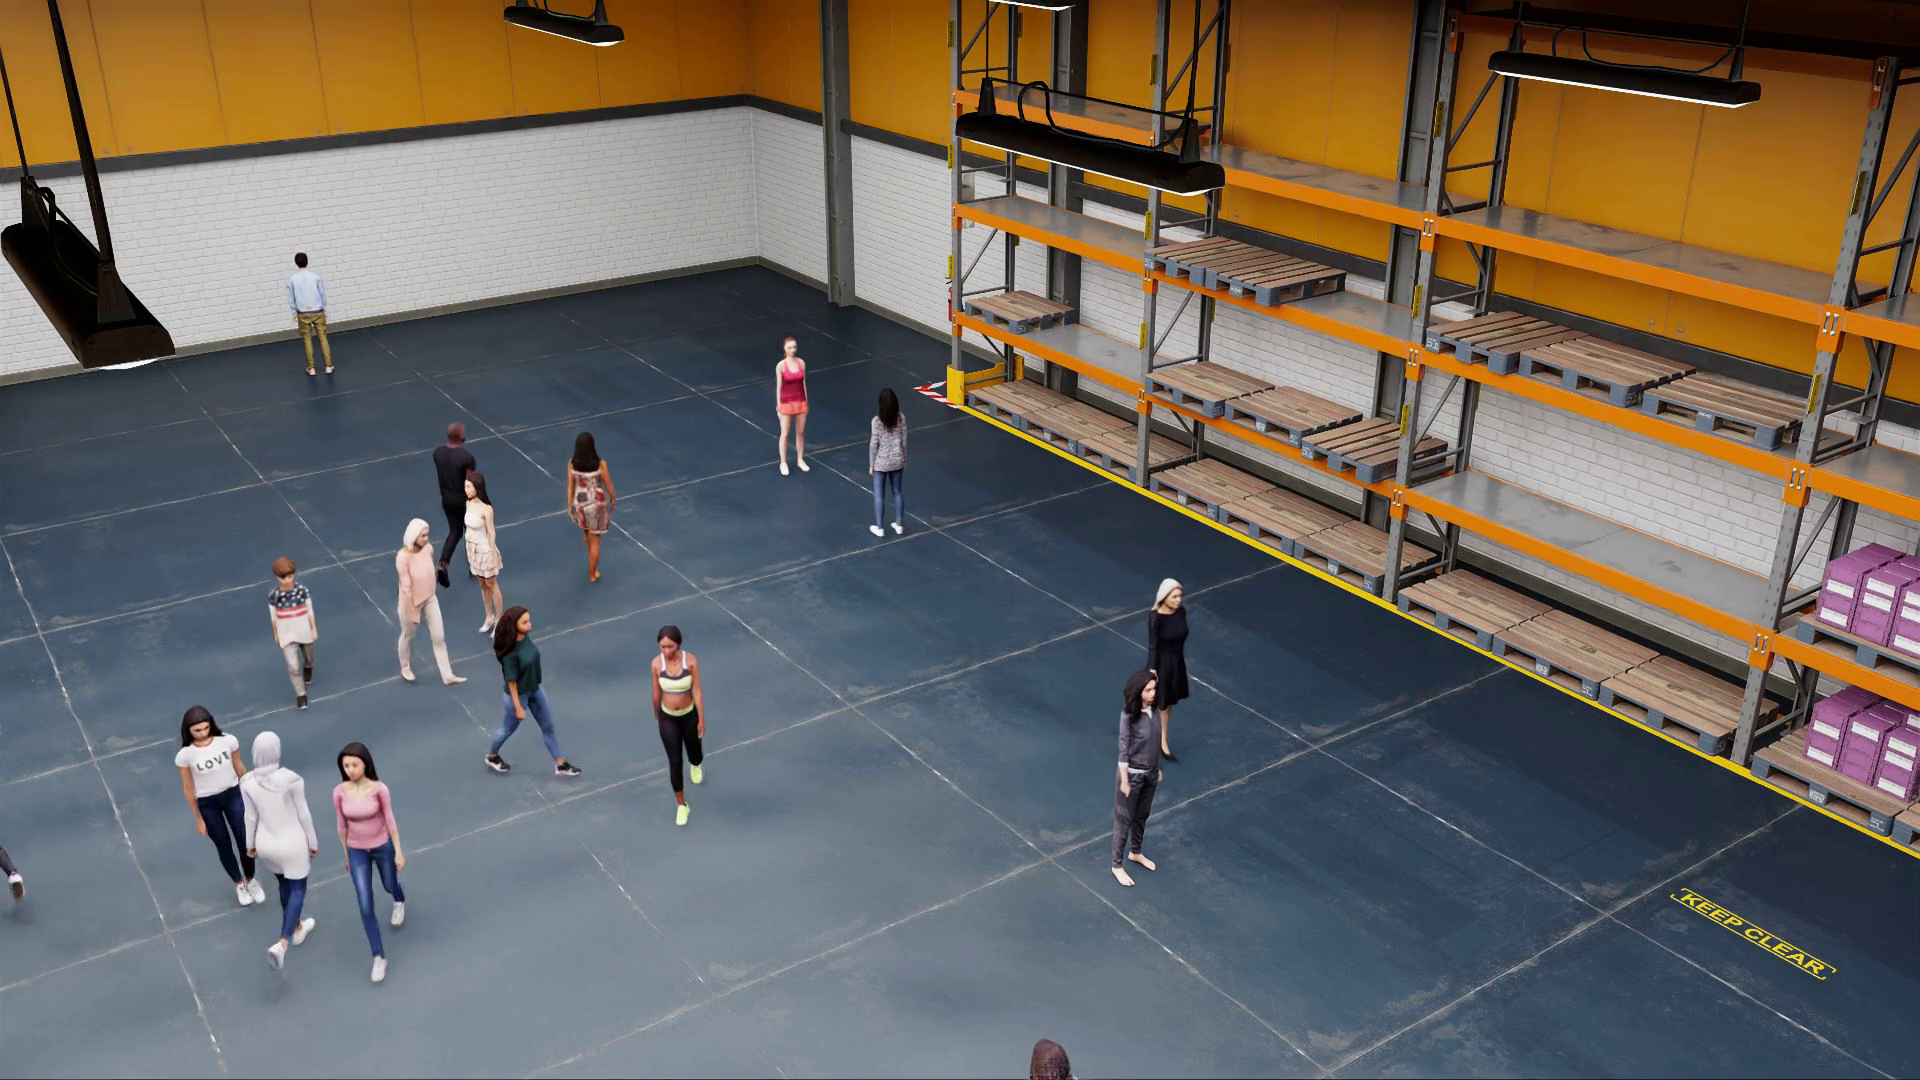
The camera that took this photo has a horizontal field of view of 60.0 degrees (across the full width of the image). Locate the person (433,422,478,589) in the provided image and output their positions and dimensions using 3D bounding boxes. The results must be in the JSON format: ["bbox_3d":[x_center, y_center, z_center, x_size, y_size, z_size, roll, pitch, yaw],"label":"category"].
[{"bbox_3d":[-5.338,-0.339,17.561,1.083,1.797,1.086,8,25,17],"label":"person"}]

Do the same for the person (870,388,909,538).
[{"bbox_3d":[-0.811,-0.885,18.893,0.644,1.732,0.580,-11,26,-24],"label":"person"}]

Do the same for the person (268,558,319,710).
[{"bbox_3d":[-6.163,0.809,15.407,0.621,1.418,0.951,-11,26,-23],"label":"person"}]

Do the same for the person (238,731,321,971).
[{"bbox_3d":[-4.817,2.218,11.762,1.009,1.756,1.106,1,24,1],"label":"person"}]

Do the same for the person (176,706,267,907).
[{"bbox_3d":[-5.531,1.949,12.384,0.627,1.751,0.570,-17,29,-34],"label":"person"}]

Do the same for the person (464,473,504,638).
[{"bbox_3d":[-4.727,0.145,16.530,0.545,1.736,0.686,19,30,36],"label":"person"}]

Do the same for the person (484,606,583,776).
[{"bbox_3d":[-3.781,1.307,14.074,1.161,1.574,1.063,6,24,13],"label":"person"}]

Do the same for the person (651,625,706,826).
[{"bbox_3d":[-2.276,1.435,13.580,0.828,1.736,0.996,-2,24,-5],"label":"person"}]

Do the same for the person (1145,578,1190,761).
[{"bbox_3d":[1.767,1.125,14.276,0.615,1.746,0.582,-19,30,-36],"label":"person"}]

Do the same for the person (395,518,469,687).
[{"bbox_3d":[-5.138,0.572,15.629,1.143,1.675,0.932,14,27,29],"label":"person"}]

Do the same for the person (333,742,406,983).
[{"bbox_3d":[-4.171,2.191,11.886,0.938,1.706,1.180,-3,24,-6],"label":"person"}]

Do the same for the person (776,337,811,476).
[{"bbox_3d":[-2.080,-1.691,20.712,0.588,1.751,0.551,-12,26,-25],"label":"person"}]

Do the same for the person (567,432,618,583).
[{"bbox_3d":[-3.968,-0.328,17.759,0.974,1.618,1.097,0,24,-1],"label":"person"}]

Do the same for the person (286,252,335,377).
[{"bbox_3d":[-9.519,-3.323,24.370,0.719,1.812,0.633,-10,26,-22],"label":"person"}]

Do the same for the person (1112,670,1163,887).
[{"bbox_3d":[1.355,1.782,12.750,0.570,1.765,0.630,22,32,40],"label":"person"}]
